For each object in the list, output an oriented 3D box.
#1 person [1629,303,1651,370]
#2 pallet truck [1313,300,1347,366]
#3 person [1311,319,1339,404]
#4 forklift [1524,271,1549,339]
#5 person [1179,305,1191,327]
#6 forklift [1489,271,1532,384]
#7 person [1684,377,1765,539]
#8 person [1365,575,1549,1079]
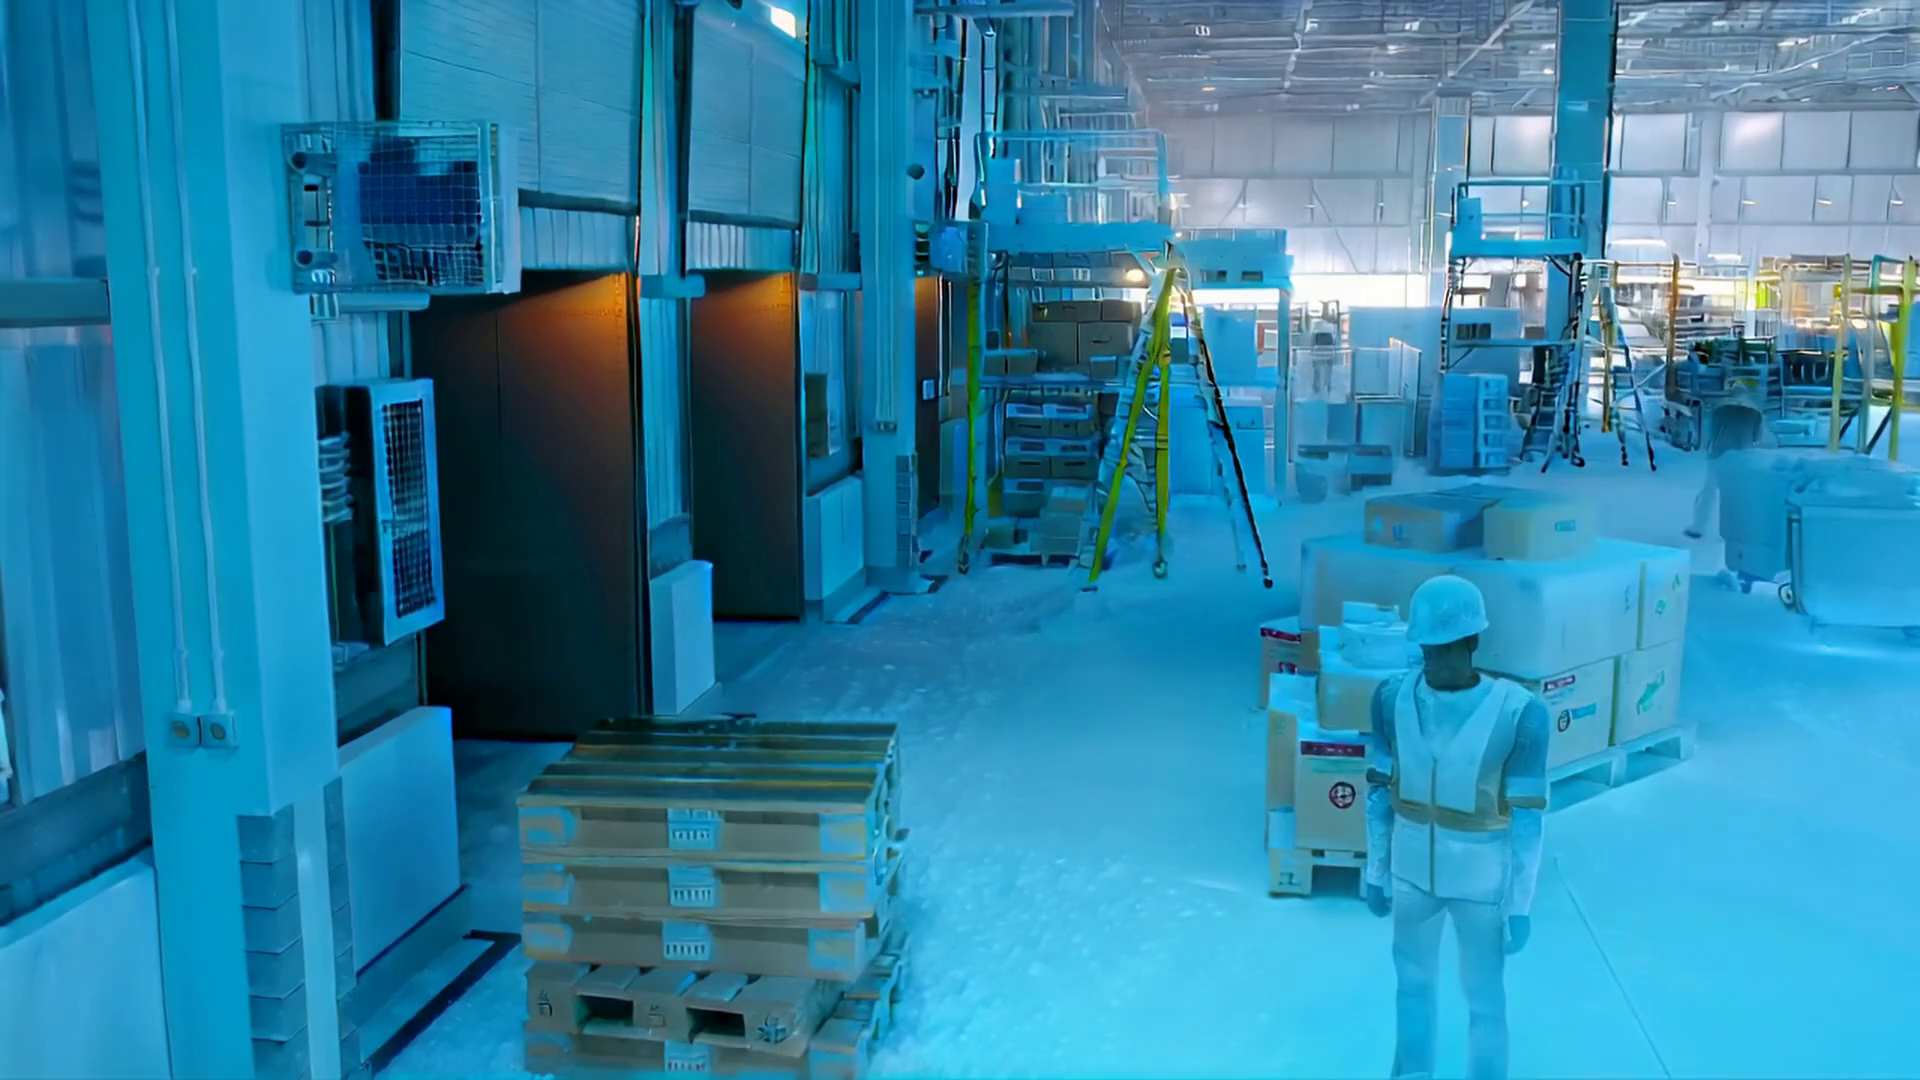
[{"bbox_3d":[19.536,-5.864,47.893,0.632,1.926,0.561,6,11,31],"label":"person"},{"bbox_3d":[11.159,-6.200,49.718,0.823,1.965,1.885,4,10,26],"label":"pallet truck"},{"bbox_3d":[7.608,-3.705,34.791,0.575,1.853,0.908,4,10,23],"label":"person"},{"bbox_3d":[15.943,-6.001,45.779,1.873,2.768,1.129,-3,10,-17],"label":"forklift"},{"bbox_3d":[6.050,-5.315,44.495,0.393,1.928,0.543,4,10,24],"label":"person"},{"bbox_3d":[13.422,-5.322,41.591,1.873,2.768,1.129,1,9,9],"label":"forklift"},{"bbox_3d":[7.999,-0.823,17.357,0.733,1.739,0.525,7,11,36],"label":"person"},{"bbox_3d":[1.530,1.052,5.245,0.586,1.918,0.398,8,12,40],"label":"person"}]
